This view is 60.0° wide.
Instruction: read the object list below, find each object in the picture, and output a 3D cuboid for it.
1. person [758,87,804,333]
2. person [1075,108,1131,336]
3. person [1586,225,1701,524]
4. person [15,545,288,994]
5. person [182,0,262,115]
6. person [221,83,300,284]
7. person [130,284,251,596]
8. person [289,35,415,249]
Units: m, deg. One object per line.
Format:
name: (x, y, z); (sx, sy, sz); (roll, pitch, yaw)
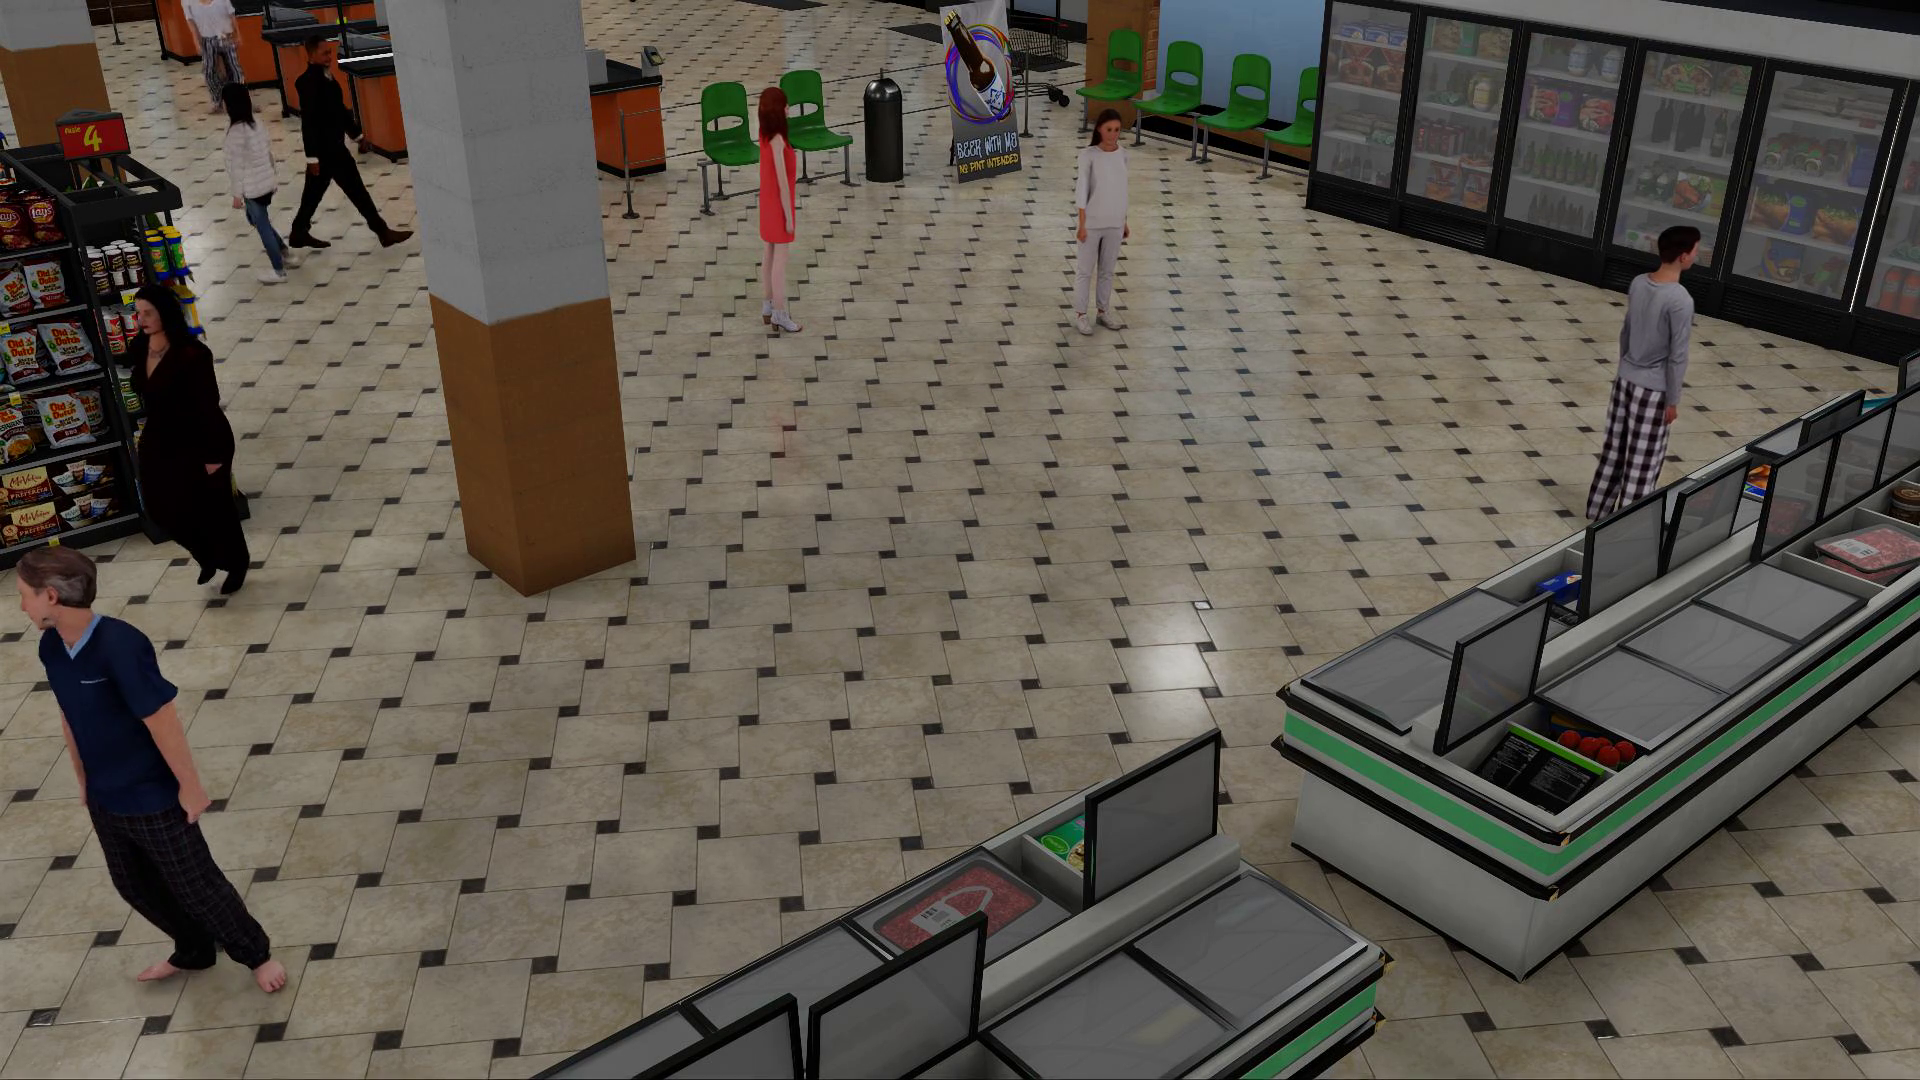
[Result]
person: (-1.385, -2.487, 12.539); (0.625, 1.826, 0.659); (-10, 29, -20)
person: (1.057, -2.408, 12.534); (0.550, 1.689, 0.703); (-13, 30, -23)
person: (3.833, -0.855, 9.297); (0.671, 1.847, 0.697); (-8, 28, -16)
person: (-2.869, 0.867, 5.913); (0.854, 1.838, 0.806); (7, 28, 14)
person: (-8.522, -5.778, 19.221); (0.651, 1.651, 0.899); (-23, 35, -37)
person: (-5.660, -2.889, 13.549); (0.785, 1.629, 0.735); (0, 27, 0)
person: (-4.007, -0.540, 8.792); (0.801, 1.742, 0.828); (10, 29, 19)
person: (-5.485, -3.312, 14.157); (1.411, 1.834, 1.168); (-5, 27, -9)
